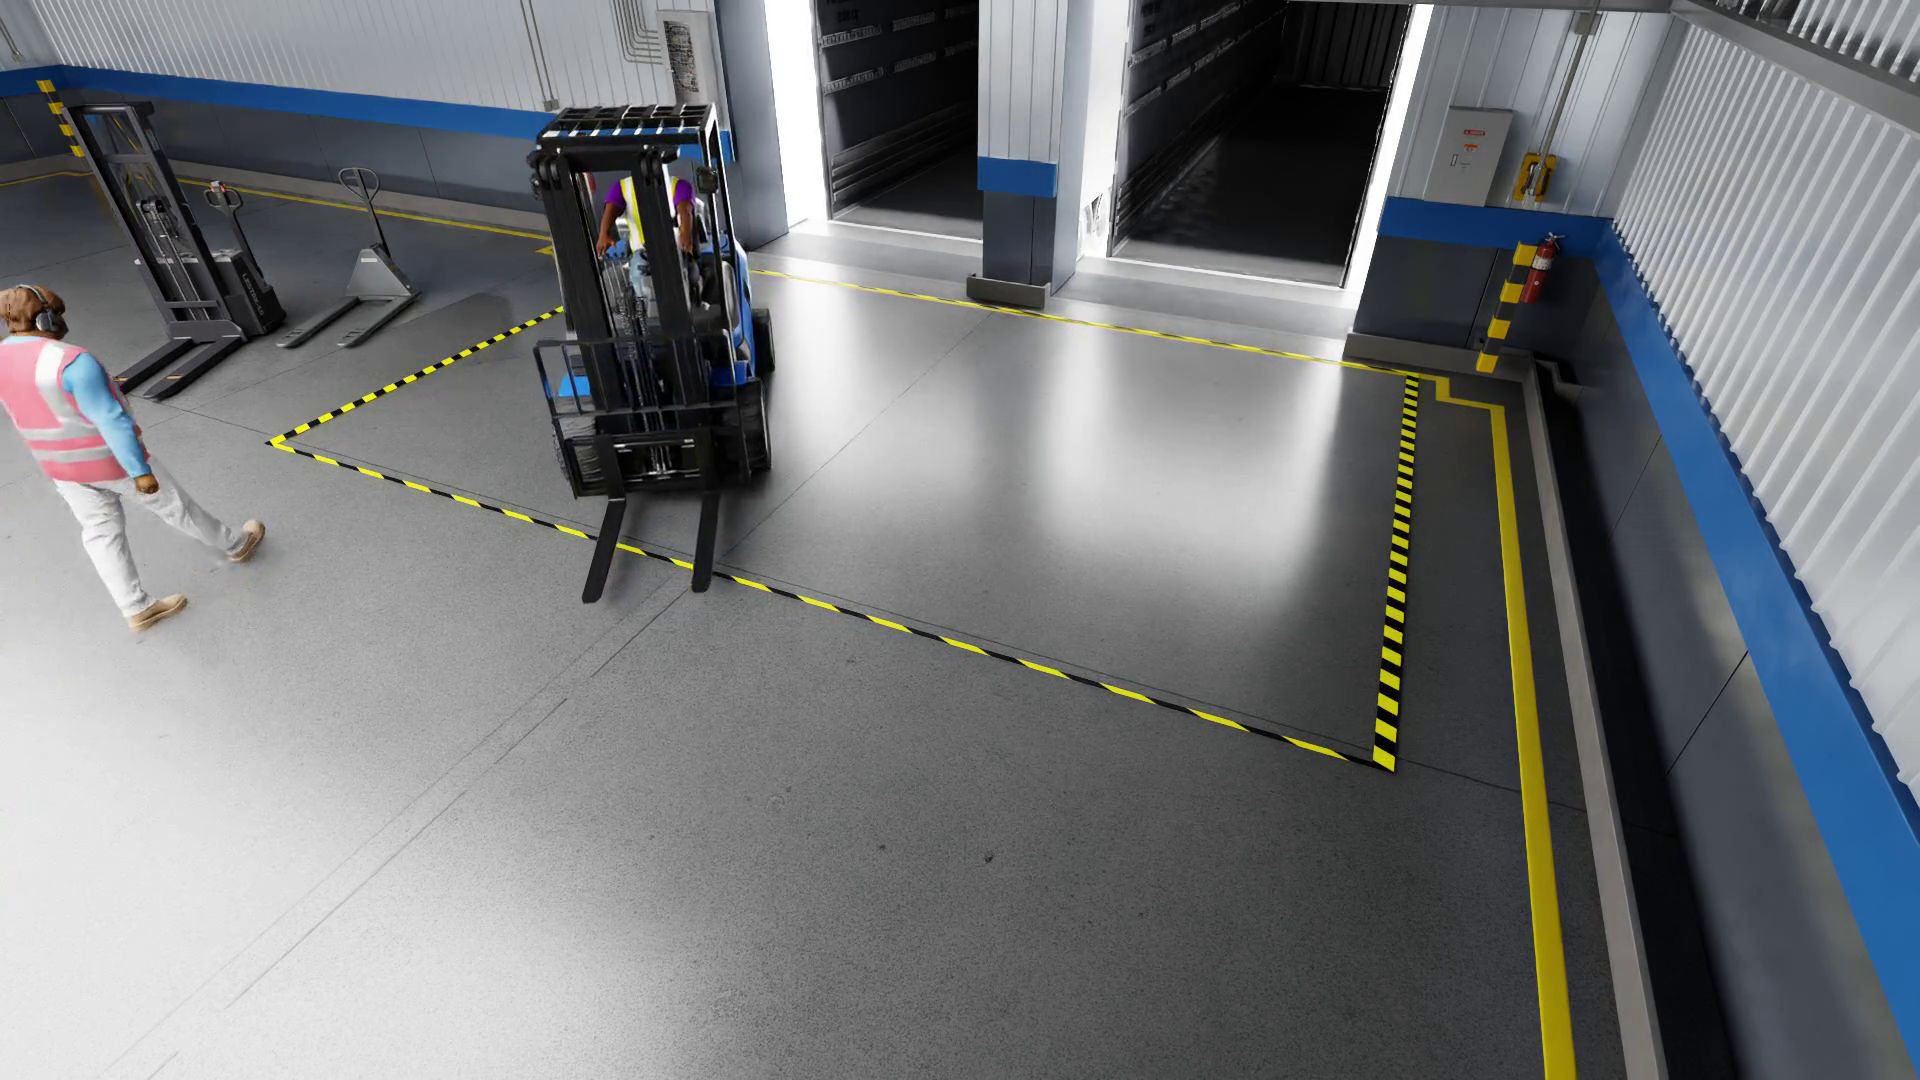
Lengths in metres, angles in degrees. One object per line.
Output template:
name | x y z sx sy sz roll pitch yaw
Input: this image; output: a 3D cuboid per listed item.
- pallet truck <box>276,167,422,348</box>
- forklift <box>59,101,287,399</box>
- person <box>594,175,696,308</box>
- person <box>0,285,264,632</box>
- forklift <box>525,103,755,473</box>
pallet truck | -5.732 -2.611 8.414 0.680 1.201 1.601 -1 35 -1
forklift | -6.686 -2.387 7.434 0.823 1.965 1.885 -3 35 -5
person | -2.109 -1.991 6.230 0.635 1.294 1.004 -5 35 -7
person | -4.458 -0.466 4.867 0.679 1.789 0.896 3 35 4
forklift | -2.111 -1.872 6.387 1.157 2.036 2.680 -5 35 -7
